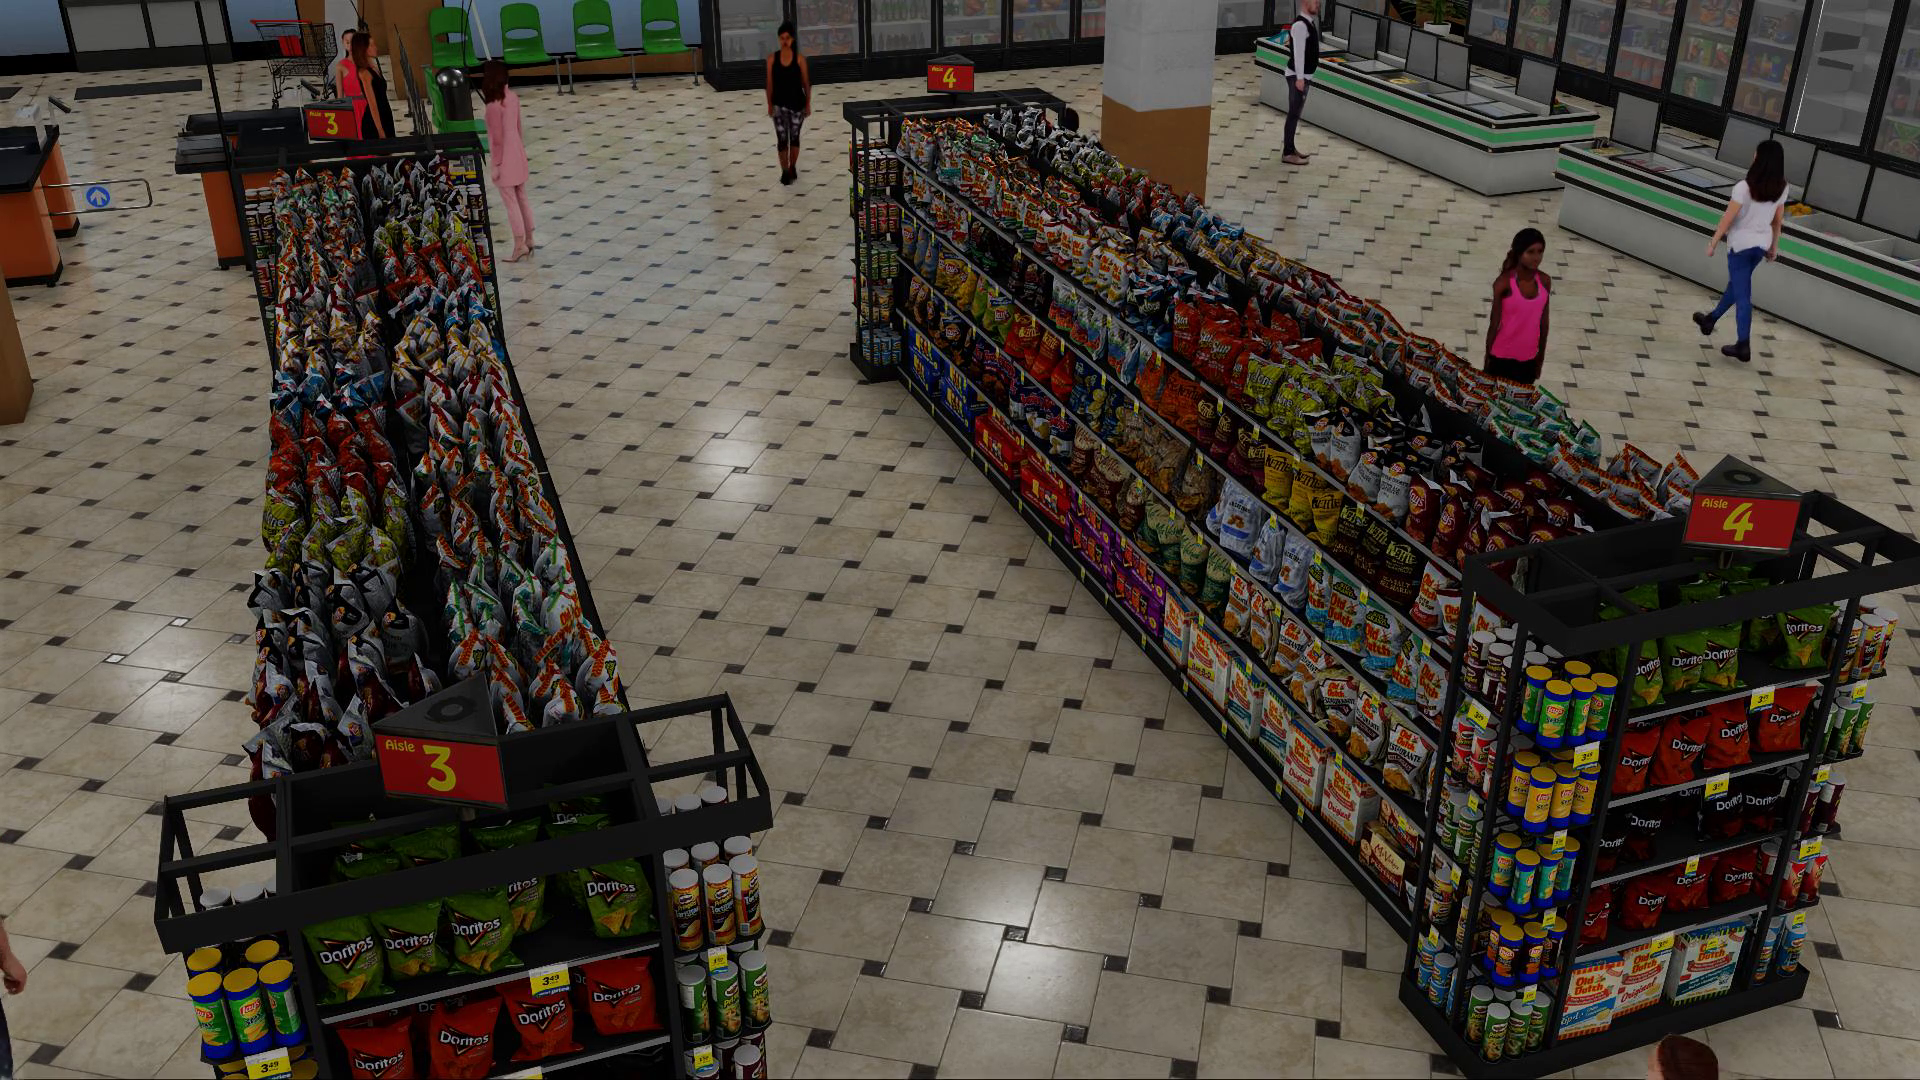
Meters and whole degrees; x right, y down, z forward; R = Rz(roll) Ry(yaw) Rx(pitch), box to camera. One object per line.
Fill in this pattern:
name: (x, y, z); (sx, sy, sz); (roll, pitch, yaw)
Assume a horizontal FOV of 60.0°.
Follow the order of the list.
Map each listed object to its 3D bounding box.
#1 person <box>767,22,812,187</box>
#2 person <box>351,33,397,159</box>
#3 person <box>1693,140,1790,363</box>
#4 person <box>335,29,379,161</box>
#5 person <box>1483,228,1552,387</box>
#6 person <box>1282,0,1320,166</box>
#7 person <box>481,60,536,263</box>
person: (-1.795, -4.587, 17.490); (0.783, 1.636, 1.063); (-2, 27, -4)
person: (-5.582, -3.923, 15.961); (0.668, 1.835, 0.505); (-5, 27, -10)
person: (6.054, -2.150, 12.671); (0.686, 1.647, 1.041); (-7, 28, -14)
person: (-6.010, -4.255, 16.735); (0.627, 1.727, 0.585); (-12, 29, -22)
person: (3.519, -1.186, 10.707); (0.681, 1.705, 1.017); (-3, 27, -7)
person: (3.729, -5.075, 18.241); (0.845, 1.826, 0.742); (7, 28, 13)
person: (-4.053, -3.407, 14.978); (0.750, 1.802, 0.665); (9, 28, 17)
